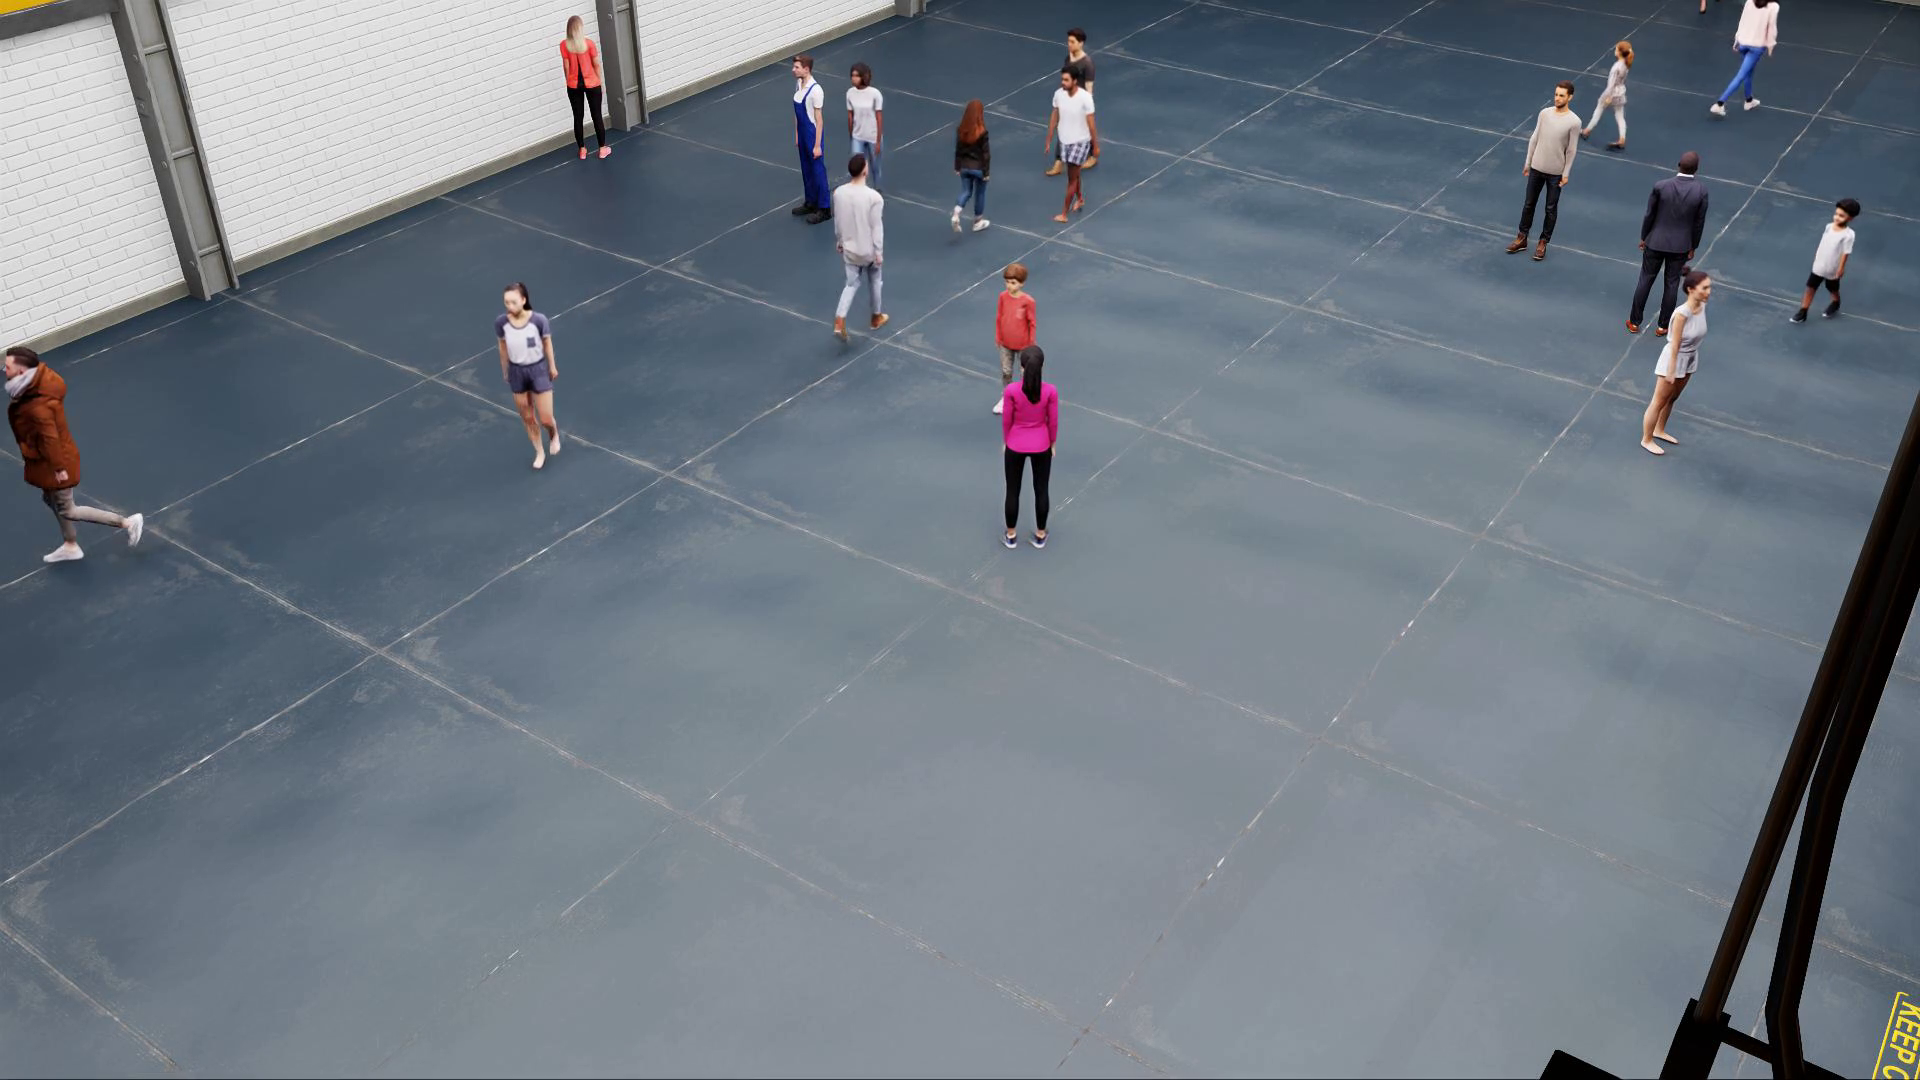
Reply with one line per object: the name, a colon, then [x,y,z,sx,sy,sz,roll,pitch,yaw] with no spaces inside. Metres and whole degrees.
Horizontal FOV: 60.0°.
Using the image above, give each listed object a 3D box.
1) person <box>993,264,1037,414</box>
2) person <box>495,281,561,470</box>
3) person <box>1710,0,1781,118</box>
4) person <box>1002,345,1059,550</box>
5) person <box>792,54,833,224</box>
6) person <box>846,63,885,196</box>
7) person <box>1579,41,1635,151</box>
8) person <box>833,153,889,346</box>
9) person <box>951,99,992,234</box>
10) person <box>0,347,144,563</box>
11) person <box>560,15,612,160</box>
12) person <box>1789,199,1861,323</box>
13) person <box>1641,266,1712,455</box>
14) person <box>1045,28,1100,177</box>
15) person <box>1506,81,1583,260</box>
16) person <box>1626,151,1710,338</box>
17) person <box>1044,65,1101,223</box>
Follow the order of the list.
person: [0.492,-1.748,14.526,0.544,1.416,0.503,16,37,22]
person: [-3.546,-1.390,13.785,0.731,1.641,0.767,2,34,3]
person: [9.876,-6.153,20.871,1.273,1.728,1.021,-16,37,-23]
person: [0.526,-0.705,12.703,0.679,1.698,0.722,-1,34,-1]
person: [-1.625,-4.385,18.104,0.689,1.849,0.706,-20,39,-28]
person: [-0.988,-4.390,18.265,0.881,1.677,1.194,6,34,9]
person: [7.944,-5.329,20.045,0.950,1.270,0.797,-22,40,-30]
person: [-0.970,-2.712,15.619,0.799,1.812,1.149,15,36,21]
person: [0.109,-3.965,17.818,0.604,1.466,0.827,19,38,26]
person: [-6.709,-0.620,12.464,1.140,1.820,1.000,-14,36,-20]
person: [-4.461,-5.370,19.725,0.676,1.694,0.707,-1,34,-1]
person: [8.485,-2.712,16.132,0.933,1.246,0.719,-18,38,-25]
person: [6.042,-1.515,14.006,0.552,1.604,0.667,-27,42,-35]
person: [1.418,-5.083,19.305,1.104,1.680,0.781,-26,42,-34]
person: [6.122,-3.863,17.300,0.659,1.868,0.585,25,41,32]
person: [6.711,-2.801,15.742,0.726,1.824,0.656,15,36,21]
person: [1.300,-4.382,18.242,0.719,1.689,1.020,23,40,30]
